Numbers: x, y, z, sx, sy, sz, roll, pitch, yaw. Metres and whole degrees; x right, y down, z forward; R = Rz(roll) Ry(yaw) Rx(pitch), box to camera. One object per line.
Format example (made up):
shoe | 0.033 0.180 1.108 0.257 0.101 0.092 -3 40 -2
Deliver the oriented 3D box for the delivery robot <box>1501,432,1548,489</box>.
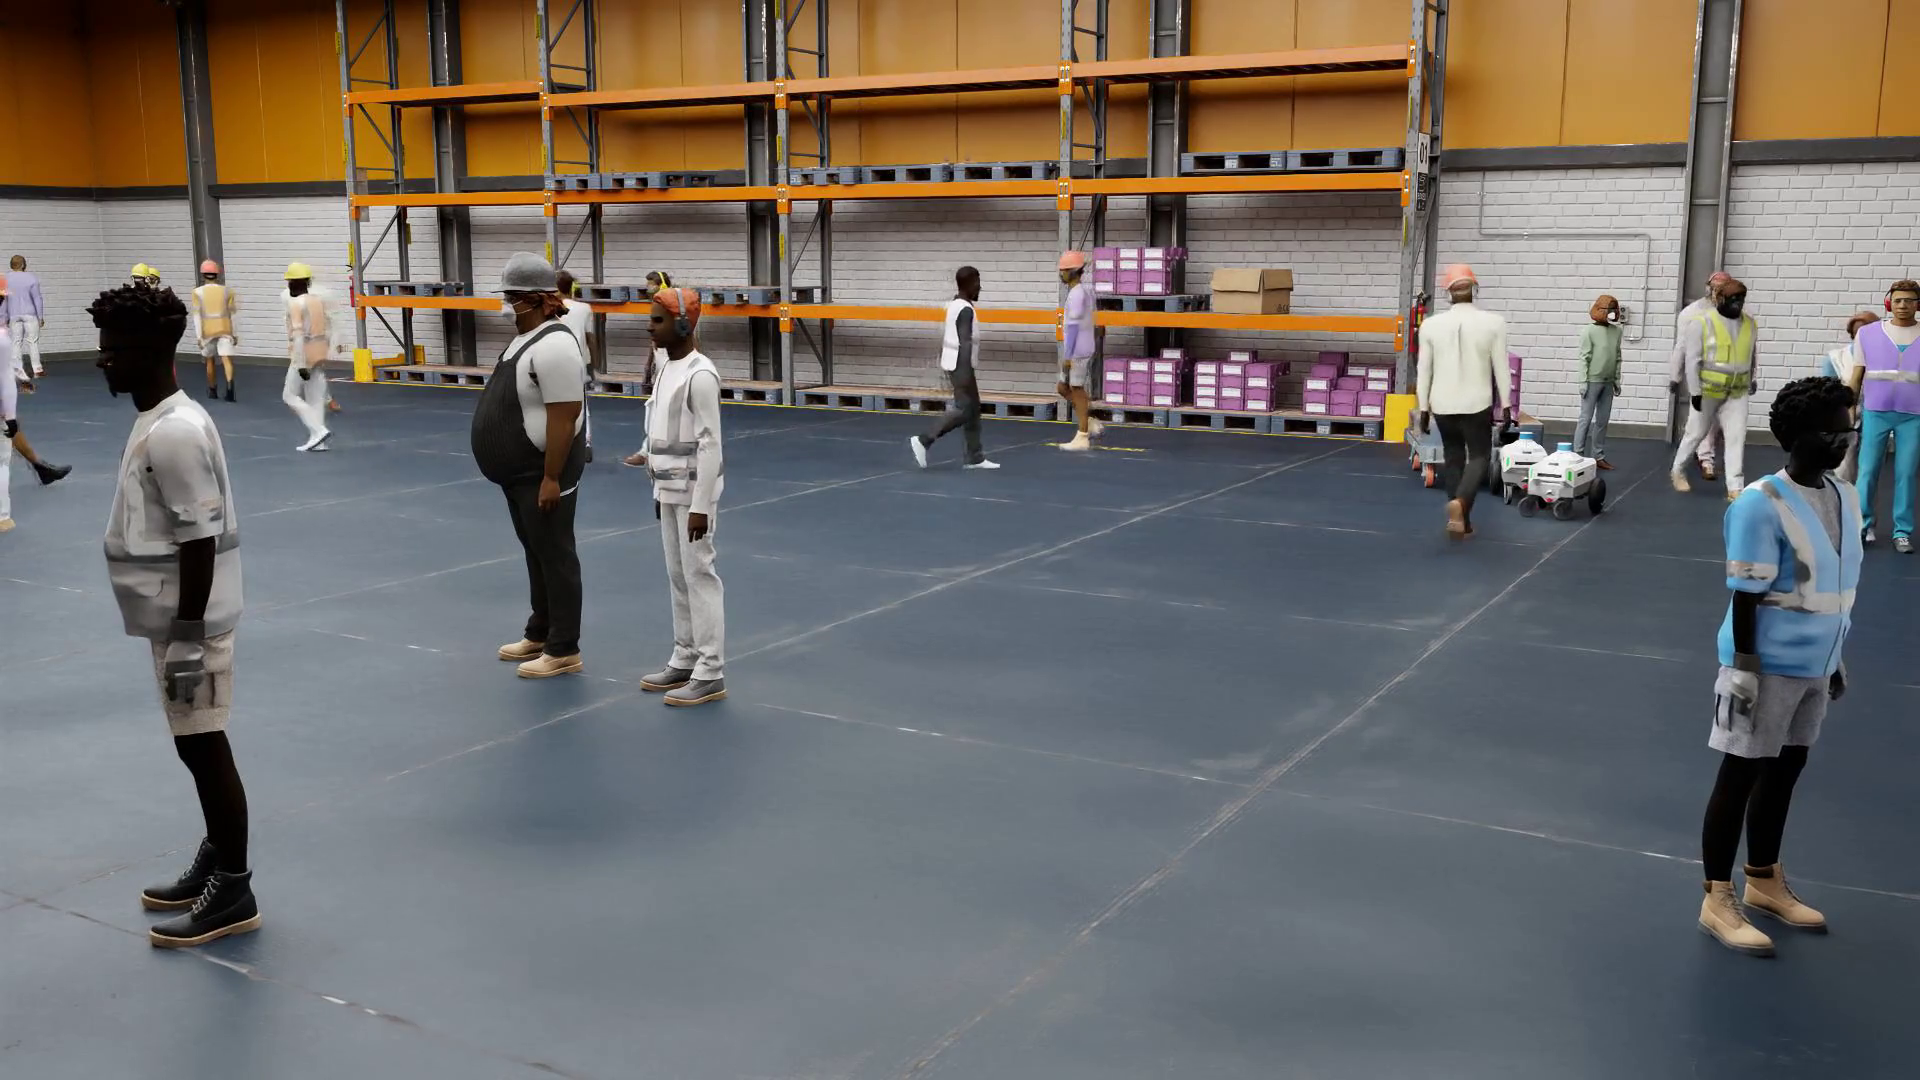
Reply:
delivery robot | 4.597 -0.637 13.541 0.477 0.478 0.707 3 10 16

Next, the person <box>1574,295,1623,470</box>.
person | 5.899 -1.444 15.351 0.493 1.624 0.280 -5 11 -27

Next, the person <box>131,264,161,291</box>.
person | -11.080 -2.836 22.642 0.586 1.833 0.403 -2 10 -9

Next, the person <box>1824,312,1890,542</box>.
person | 6.253 -0.758 11.482 0.634 1.601 0.731 6 12 32

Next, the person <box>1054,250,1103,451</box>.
person | 1.149 -1.902 16.820 0.434 2.029 0.625 1 10 4

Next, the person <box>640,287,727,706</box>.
person | -1.258 -0.197 7.557 0.353 1.883 0.578 -6 11 -29

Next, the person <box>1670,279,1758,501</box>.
person | 6.206 -1.237 13.673 0.629 1.812 0.906 -1 10 -4

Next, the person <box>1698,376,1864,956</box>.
person | 2.440 0.361 4.920 0.537 1.696 0.321 -6 12 -31

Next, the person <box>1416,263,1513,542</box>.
person | 3.478 -0.931 11.543 0.666 1.954 0.779 6 11 29

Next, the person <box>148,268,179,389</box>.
person | -11.539 -3.021 23.905 0.524 1.759 0.328 -5 11 -27

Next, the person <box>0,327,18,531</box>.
person | -7.014 -0.896 11.750 0.638 1.812 0.868 -3 10 -15

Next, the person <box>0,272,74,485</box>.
person | -8.161 -1.362 14.171 1.013 1.863 0.568 -3 11 -18

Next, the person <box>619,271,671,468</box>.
person | -2.842 -1.579 15.534 0.925 1.824 0.545 -6 12 -31

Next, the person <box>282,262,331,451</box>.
person | -6.587 -1.827 16.704 0.409 1.912 0.595 2 10 10

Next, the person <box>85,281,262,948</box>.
person | -2.331 0.220 4.957 0.362 1.963 0.614 -5 11 -27

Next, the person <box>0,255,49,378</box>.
person | -14.709 -3.499 26.114 0.628 1.935 0.373 -1 10 -7

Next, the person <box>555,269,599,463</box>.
person | -3.648 -1.585 15.491 0.564 1.854 0.428 -6 12 -31

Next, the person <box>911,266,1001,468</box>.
person | -0.036 -1.571 15.320 0.784 1.898 0.596 -2 10 -9

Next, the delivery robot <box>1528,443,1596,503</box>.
delivery robot | 4.638 -0.506 12.797 0.477 0.478 0.707 7 12 35

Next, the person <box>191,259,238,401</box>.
person | -9.977 -2.806 22.302 0.547 1.907 0.951 -5 11 -28

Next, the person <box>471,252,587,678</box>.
person | -2.082 -0.364 8.056 0.537 2.000 0.683 -5 11 -26

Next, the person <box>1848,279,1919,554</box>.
person | 6.332 -0.836 11.280 0.569 1.844 0.378 5 11 26

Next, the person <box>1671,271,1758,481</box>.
person | 6.817 -1.504 15.069 0.687 1.853 1.000 1 10 8

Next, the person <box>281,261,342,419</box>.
person | -7.742 -2.405 20.040 0.638 1.899 0.783 2 10 12
